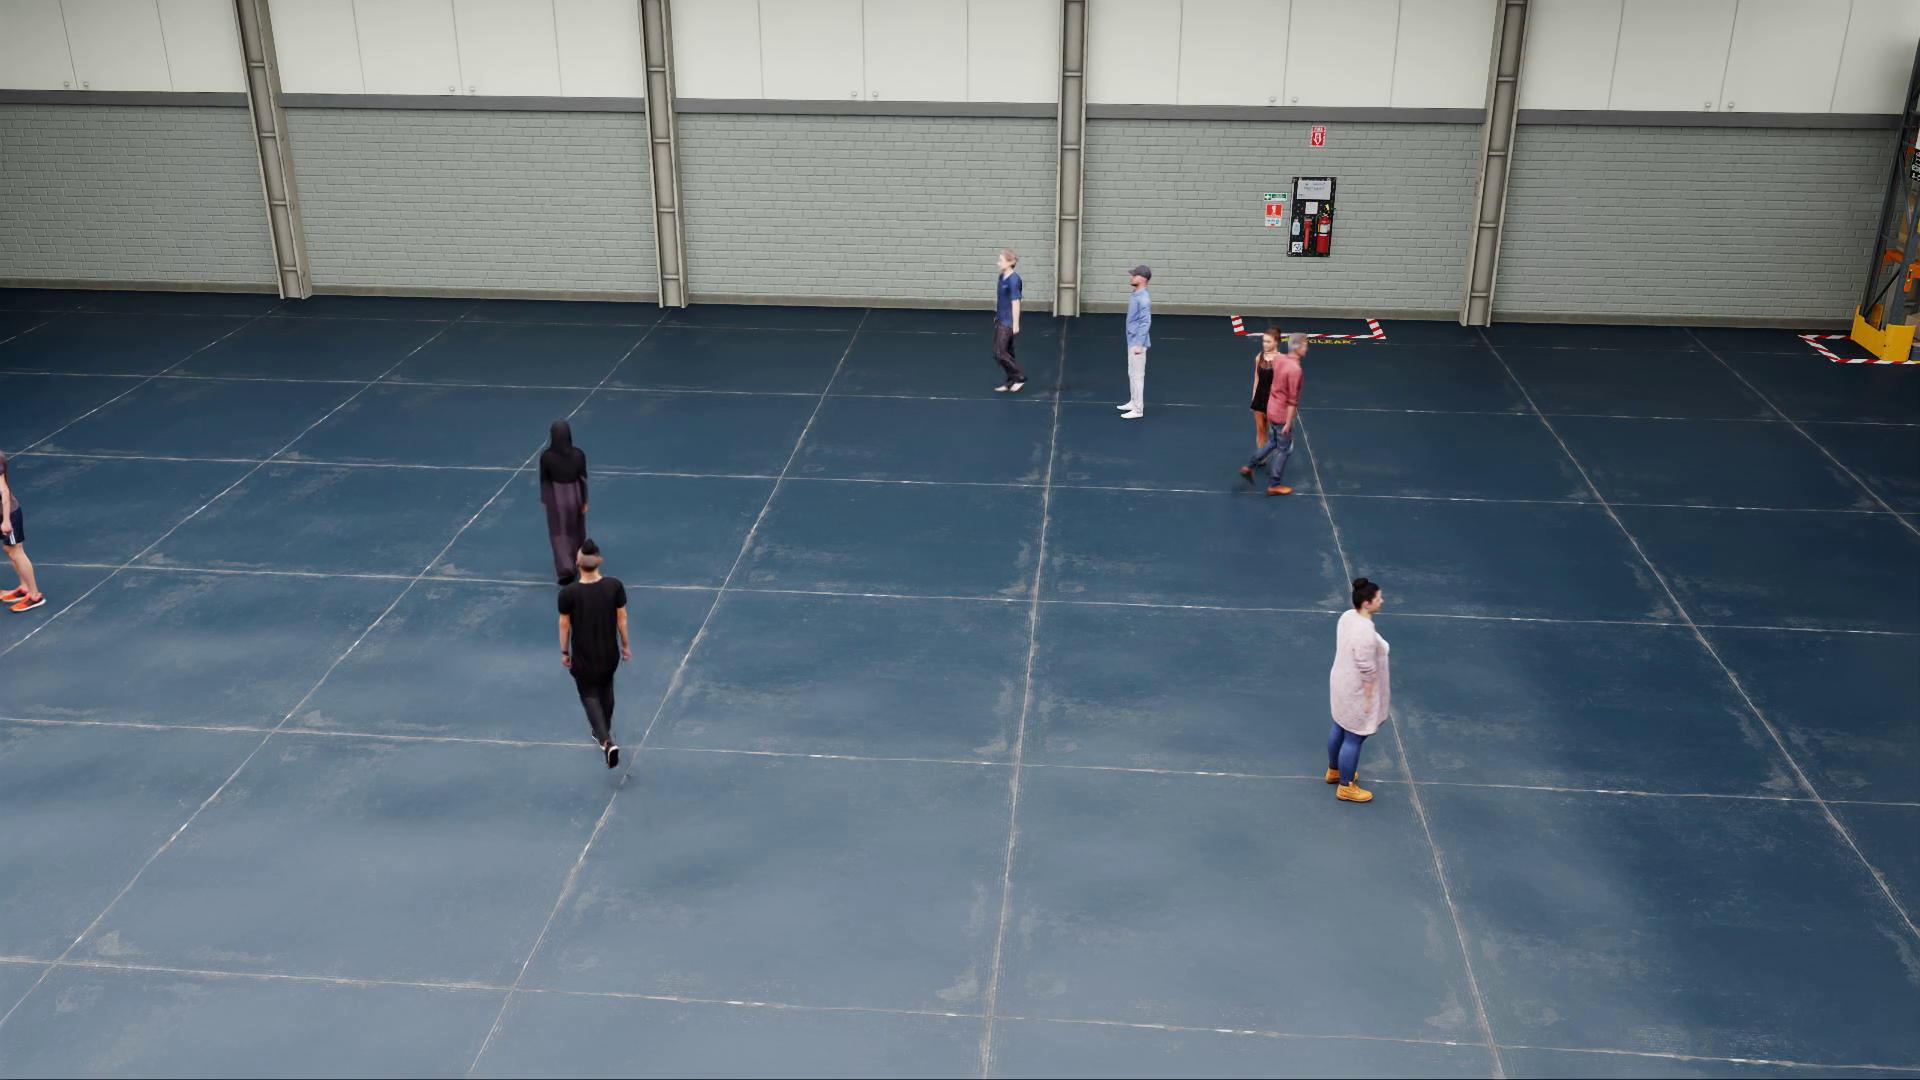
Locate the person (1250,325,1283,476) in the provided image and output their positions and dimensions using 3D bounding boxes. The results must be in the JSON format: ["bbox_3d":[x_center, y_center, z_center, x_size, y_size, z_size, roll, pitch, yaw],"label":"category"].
[{"bbox_3d":[3.458,-1.571,18.539,0.683,1.681,0.754,21,31,40],"label":"person"}]

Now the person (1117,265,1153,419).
[{"bbox_3d":[2.171,-2.433,20.302,0.608,1.887,0.676,-1,23,-2],"label":"person"}]

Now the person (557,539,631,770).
[{"bbox_3d":[-2.743,0.862,12.609,1.104,1.845,1.075,-11,26,-25],"label":"person"}]

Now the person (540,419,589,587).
[{"bbox_3d":[-3.754,-0.345,15.771,1.088,1.592,0.955,-8,24,-19],"label":"person"}]

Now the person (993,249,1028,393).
[{"bbox_3d":[0.692,-2.775,21.142,0.811,1.859,0.779,-6,24,-14],"label":"person"}]

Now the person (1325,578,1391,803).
[{"bbox_3d":[2.907,1.076,12.235,0.678,1.743,0.731,-2,23,-5],"label":"person"}]

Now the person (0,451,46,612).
[{"bbox_3d":[-8.755,-0.255,15.227,0.780,1.850,0.718,-18,29,-36],"label":"person"}]

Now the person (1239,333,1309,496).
[{"bbox_3d":[3.391,-1.346,17.848,0.945,1.808,0.846,-6,24,-14],"label":"person"}]
